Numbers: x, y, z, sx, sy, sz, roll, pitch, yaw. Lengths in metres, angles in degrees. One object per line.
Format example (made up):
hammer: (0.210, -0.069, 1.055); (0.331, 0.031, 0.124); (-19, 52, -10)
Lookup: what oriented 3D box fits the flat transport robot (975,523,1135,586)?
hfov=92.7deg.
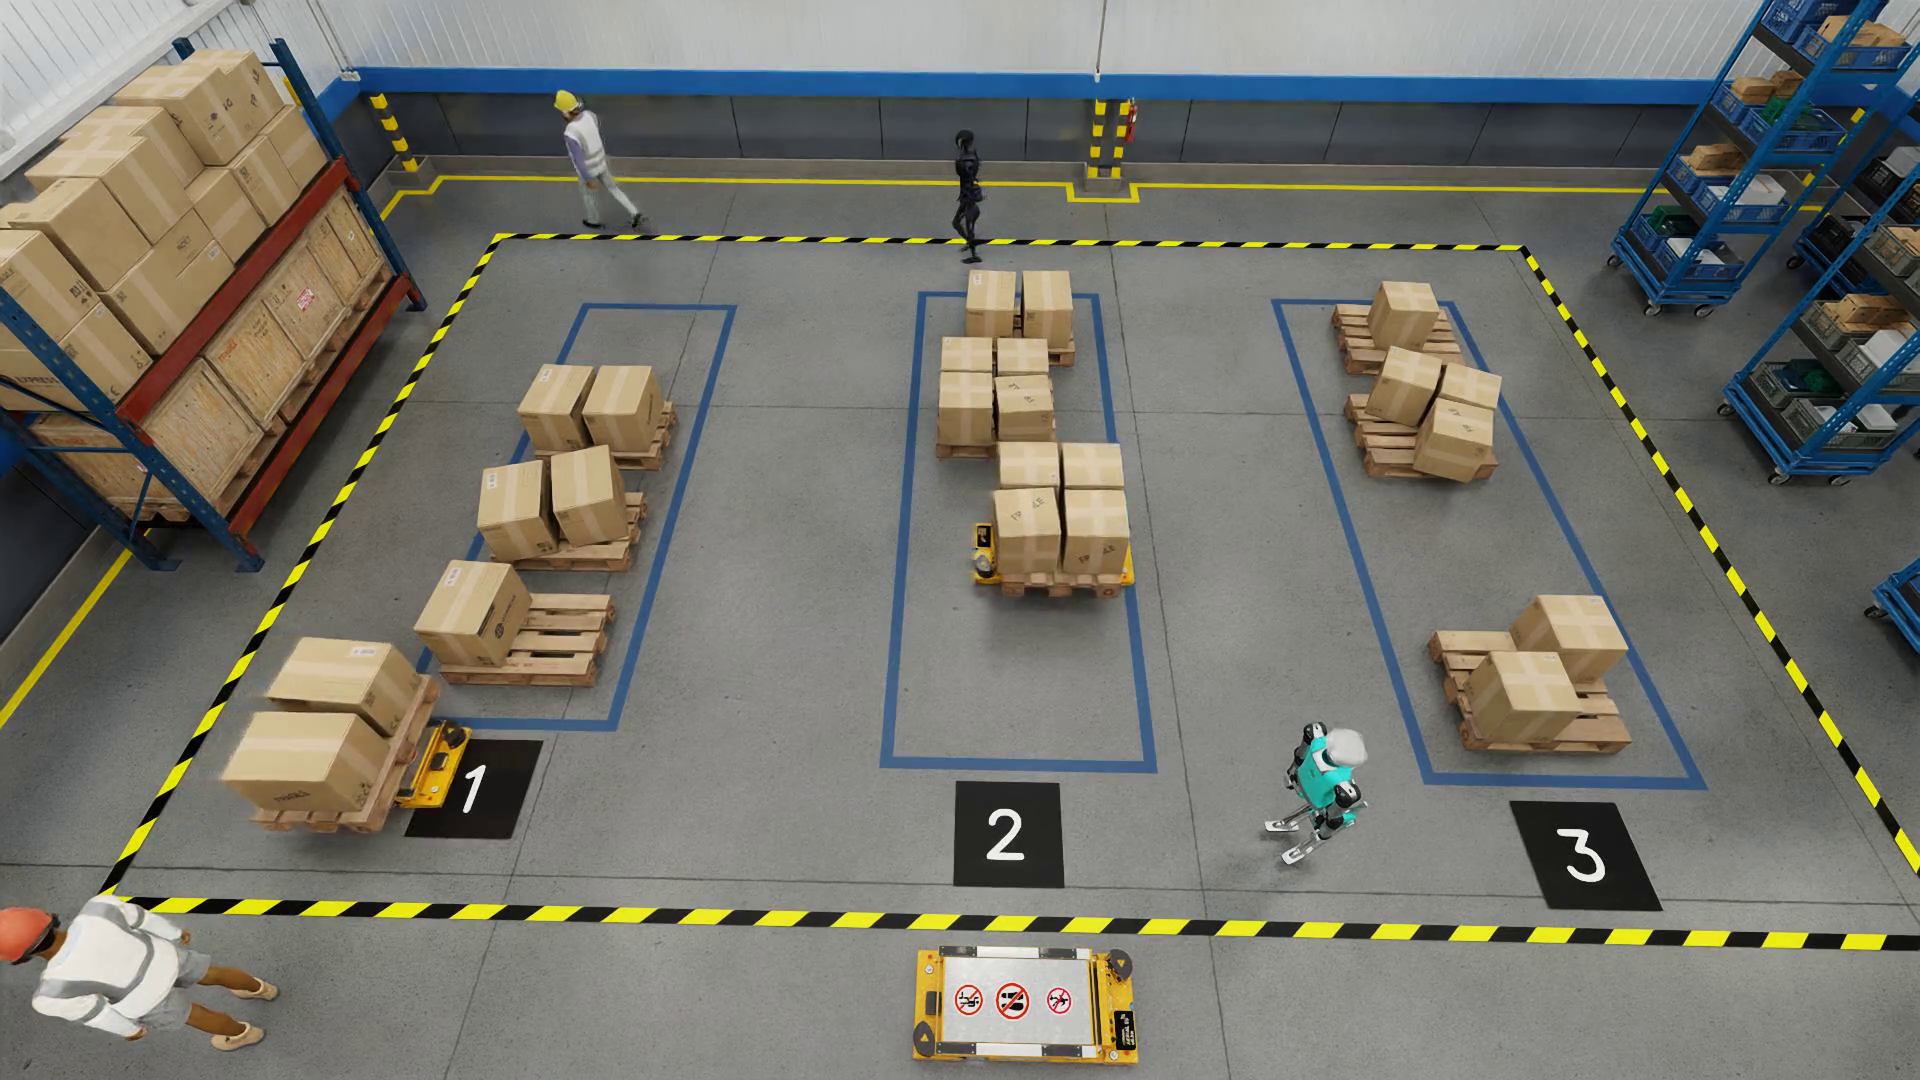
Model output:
flat transport robot: (0.858, 0.093, 8.392); (1.431, 0.197, 0.652); (1, 51, 1)

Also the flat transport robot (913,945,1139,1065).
flat transport robot: (0.422, 3.041, 6.007); (1.431, 0.231, 0.659); (1, 51, 1)

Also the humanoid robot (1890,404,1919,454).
humanoid robot: (9.632, -1.522, 8.826); (0.600, 1.642, 0.588); (1, 51, 1)

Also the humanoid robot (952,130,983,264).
humanoid robot: (0.096, -4.035, 10.870); (0.350, 1.646, 0.616); (-8, 51, -7)

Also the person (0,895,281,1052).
person: (-4.718, 2.531, 5.280); (0.386, 2.039, 0.613); (-2, 51, -2)

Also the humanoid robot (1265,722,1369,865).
humanoid robot: (2.501, 1.679, 6.082); (0.735, 1.677, 0.533); (-11, 52, -9)

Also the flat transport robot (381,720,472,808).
flat transport robot: (-4.621, 1.710, 7.074); (1.431, 0.197, 0.652); (1, 51, 1)

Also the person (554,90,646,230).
person: (-4.487, -4.610, 11.255); (0.844, 1.804, 0.581); (18, 53, 14)
